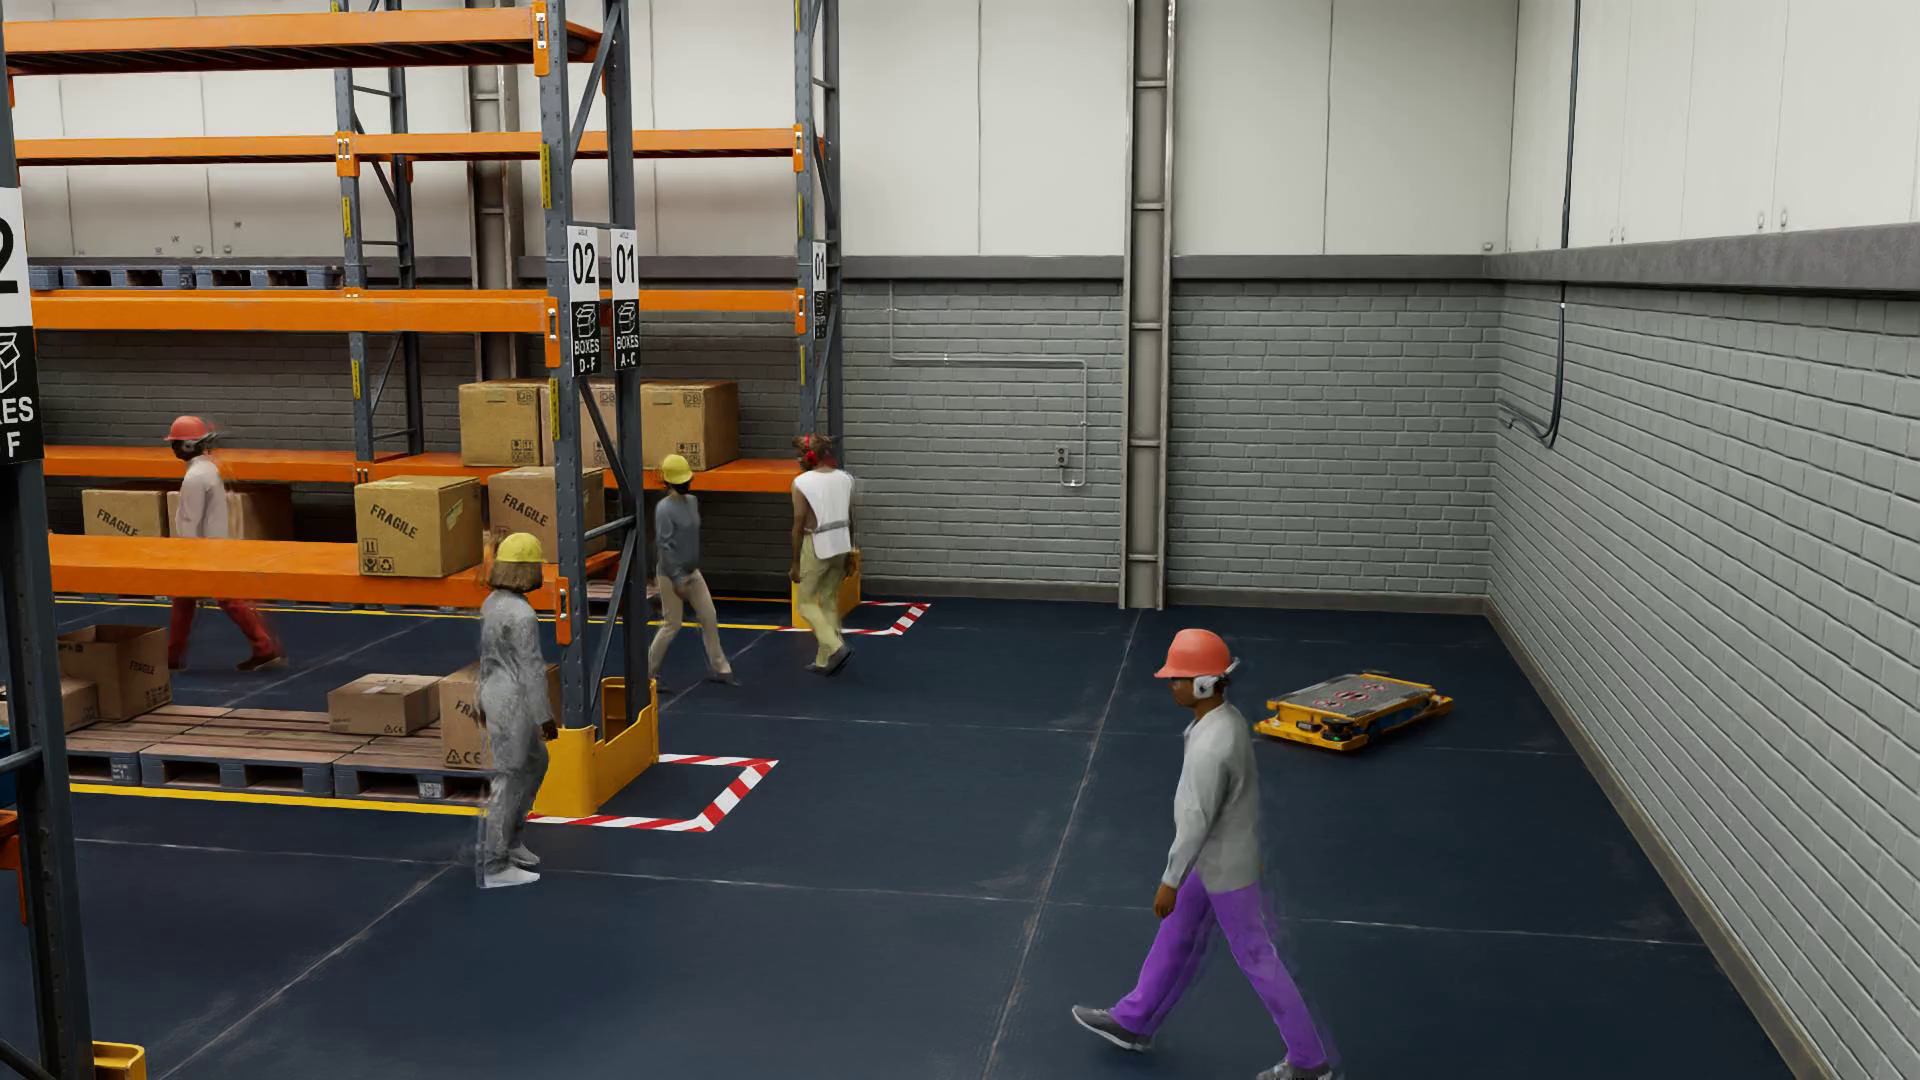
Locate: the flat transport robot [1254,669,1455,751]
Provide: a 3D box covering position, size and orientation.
[{"bbox_3d":[2.612,1.100,10.934,0.652,0.197,1.431,9,13,43],"label":"flat transport robot"}]

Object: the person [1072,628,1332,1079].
[{"bbox_3d":[0.930,1.163,6.138,0.986,1.695,0.563,1,9,9],"label":"person"}]

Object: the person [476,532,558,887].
[{"bbox_3d":[-2.182,0.828,8.132,0.478,1.718,0.521,-5,11,-30],"label":"person"}]

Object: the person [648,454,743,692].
[{"bbox_3d":[-1.942,0.244,11.830,0.613,1.725,0.565,3,10,20],"label":"person"}]

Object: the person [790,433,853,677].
[{"bbox_3d":[-0.985,0.123,12.203,0.458,1.816,0.582,8,12,40],"label":"person"}]

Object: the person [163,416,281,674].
[{"bbox_3d":[-5.581,0.048,12.296,1.016,1.947,0.633,-3,10,-19],"label":"person"}]
